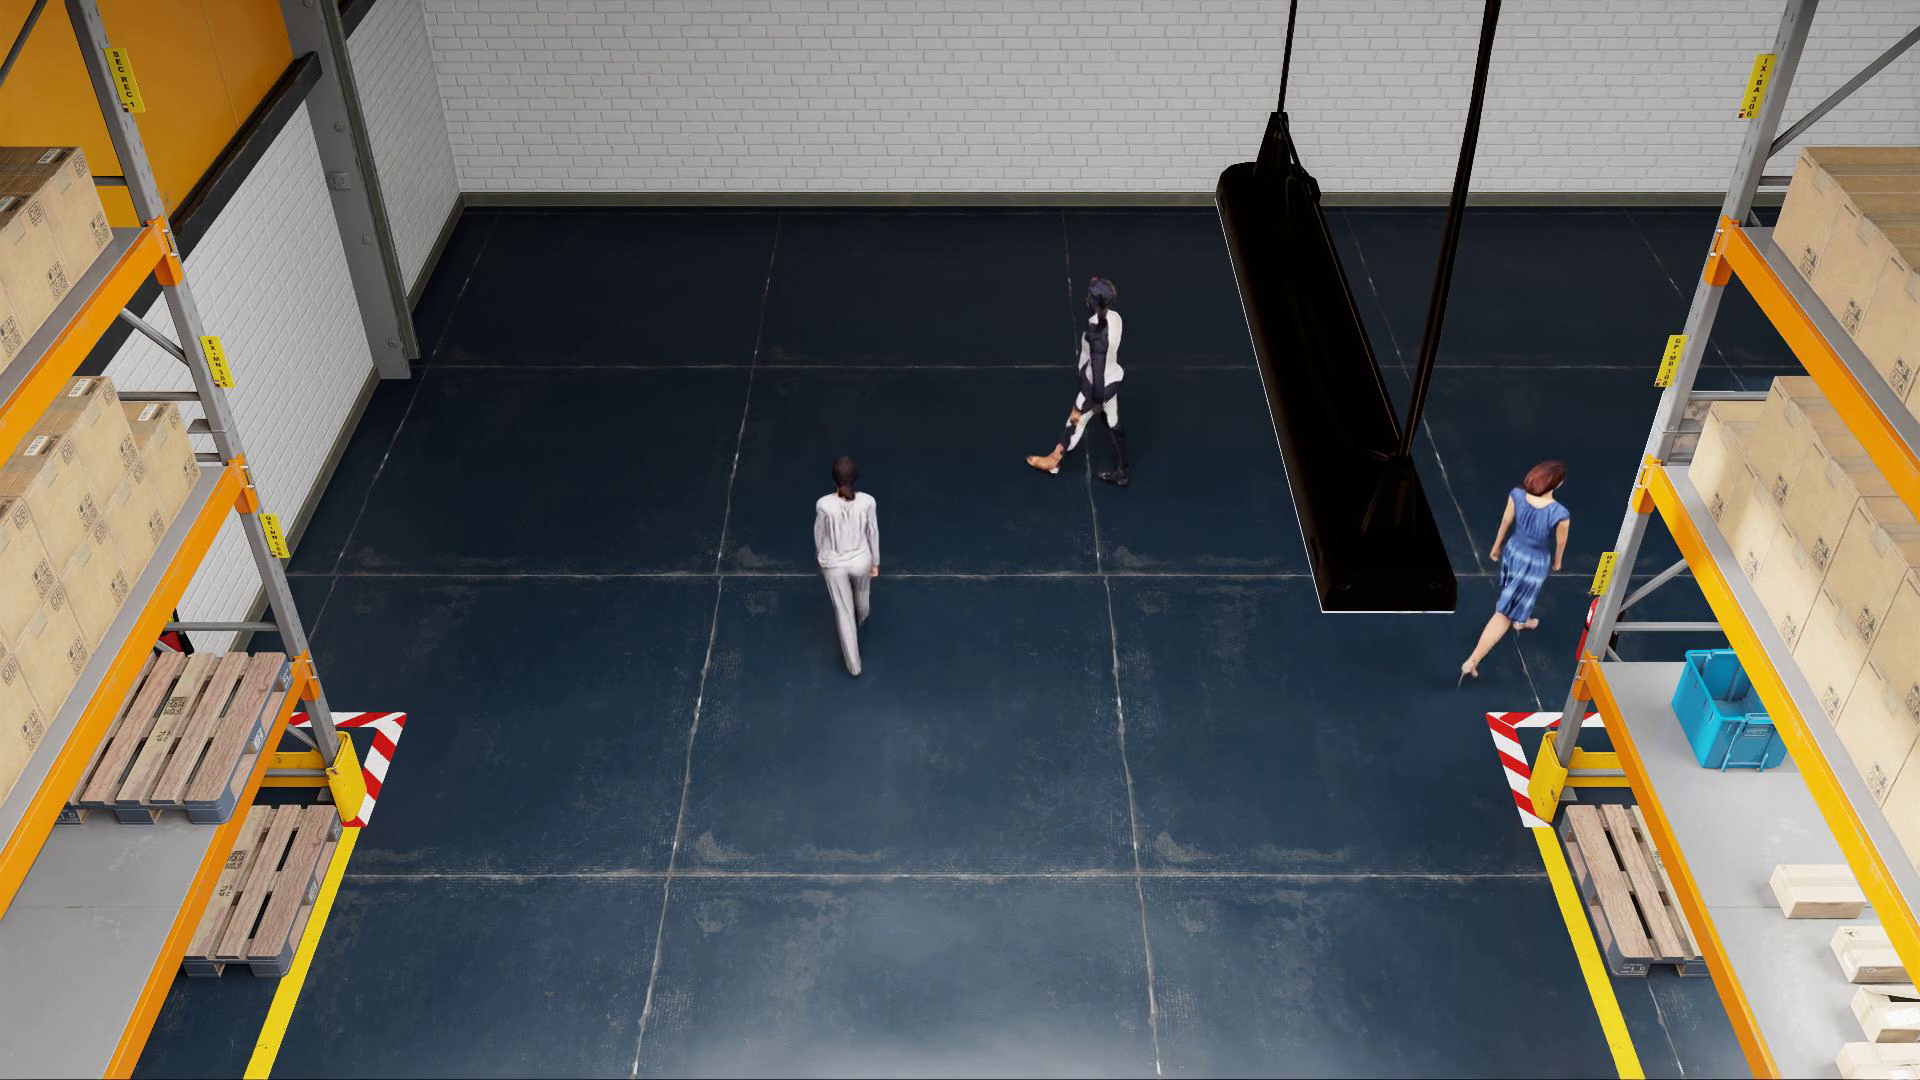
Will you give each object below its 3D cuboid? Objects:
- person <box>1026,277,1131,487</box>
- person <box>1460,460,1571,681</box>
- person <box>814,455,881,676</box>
[{"bbox_3d":[1.207,-1.205,13.352,1.033,1.849,1.159,14,41,16],"label":"person"},{"bbox_3d":[3.872,0.267,11.589,1.121,1.749,1.208,-25,45,-27],"label":"person"},{"bbox_3d":[-0.781,0.224,11.645,0.702,1.747,1.015,-7,39,-8],"label":"person"}]
